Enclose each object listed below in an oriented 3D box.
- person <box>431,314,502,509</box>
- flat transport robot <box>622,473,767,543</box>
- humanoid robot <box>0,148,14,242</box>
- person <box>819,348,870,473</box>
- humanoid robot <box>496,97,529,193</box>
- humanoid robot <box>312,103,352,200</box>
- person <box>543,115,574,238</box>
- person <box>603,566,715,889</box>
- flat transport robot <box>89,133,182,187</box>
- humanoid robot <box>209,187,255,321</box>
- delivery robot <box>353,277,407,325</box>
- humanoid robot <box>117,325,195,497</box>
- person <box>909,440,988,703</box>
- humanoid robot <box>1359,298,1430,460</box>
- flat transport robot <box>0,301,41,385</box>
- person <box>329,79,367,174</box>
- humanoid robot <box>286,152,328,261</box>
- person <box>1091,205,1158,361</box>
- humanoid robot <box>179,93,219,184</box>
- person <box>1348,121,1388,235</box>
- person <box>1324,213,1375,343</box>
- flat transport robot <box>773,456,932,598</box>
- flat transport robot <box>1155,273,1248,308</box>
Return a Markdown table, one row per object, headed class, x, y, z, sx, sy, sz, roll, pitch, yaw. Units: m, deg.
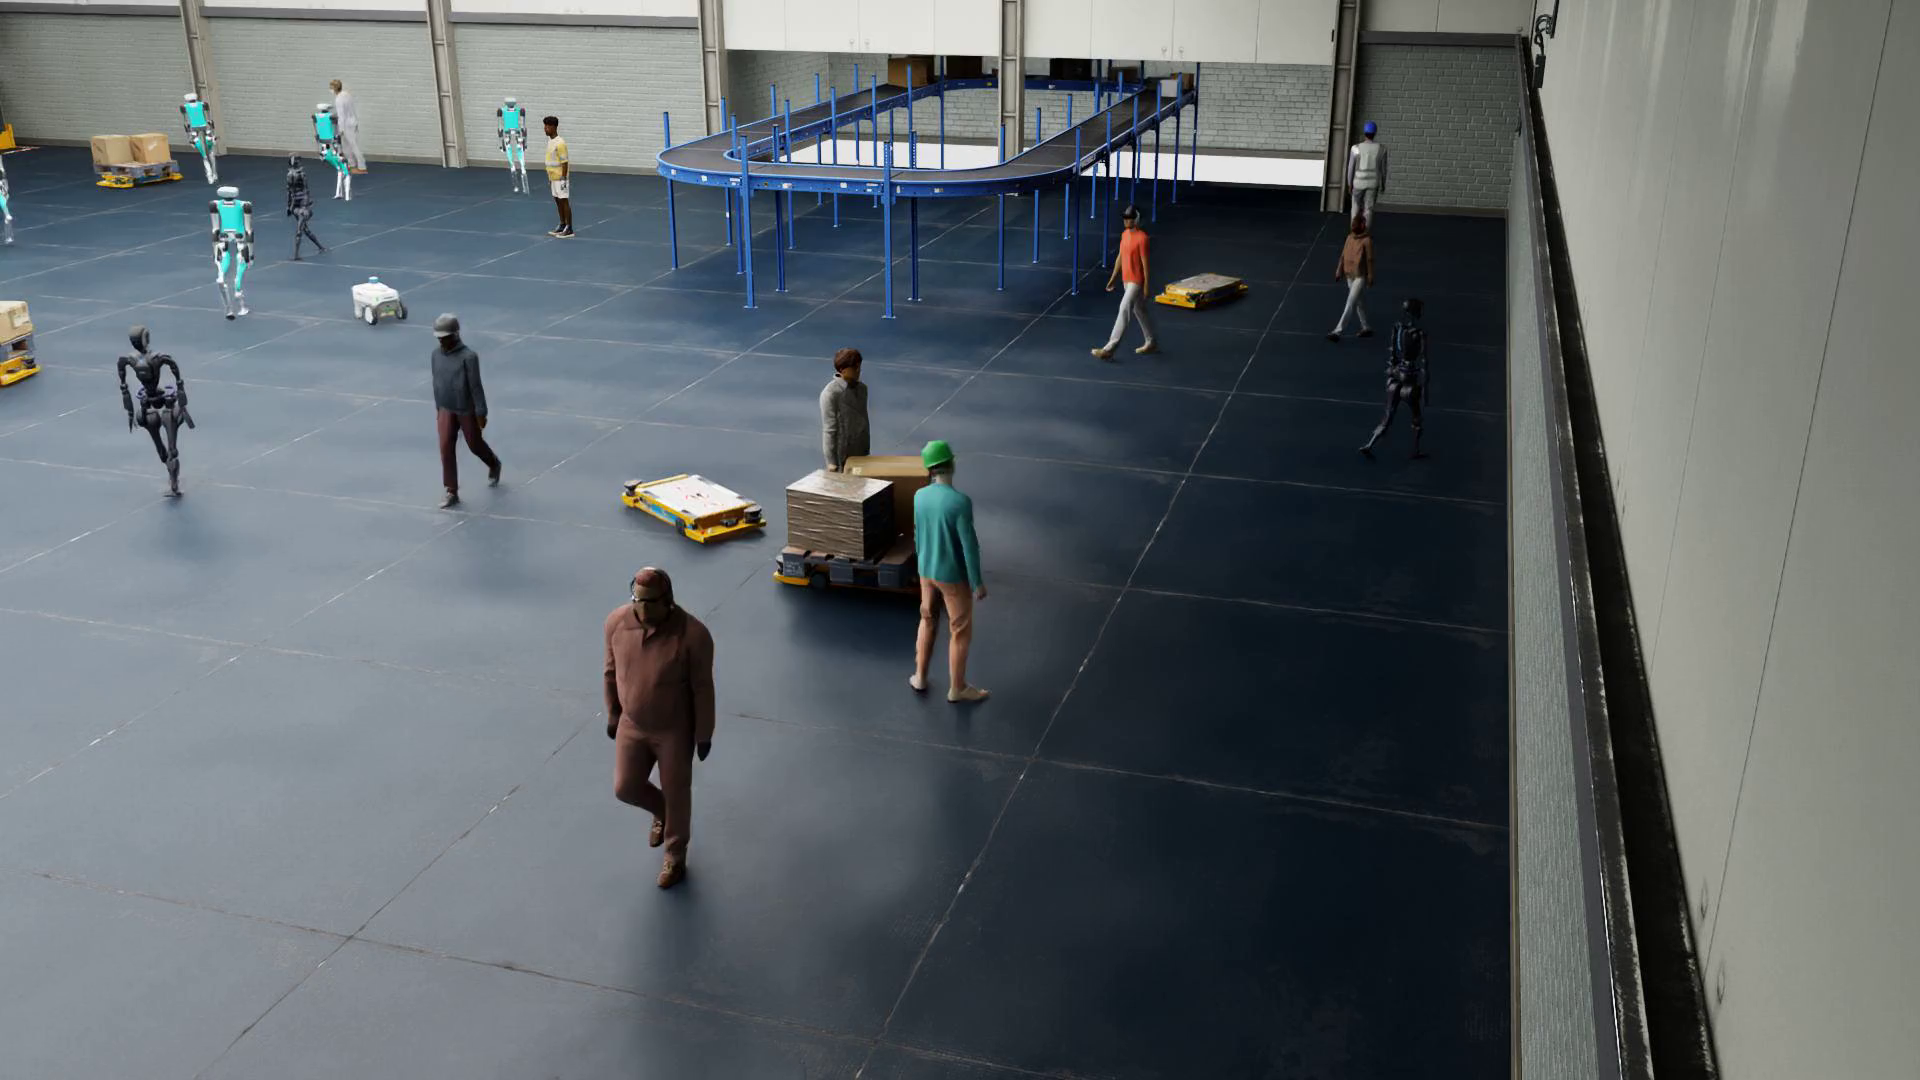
| class | x | y | z | sx | sy | sz | roll | pitch | yaw |
| --- | --- | --- | --- | --- | --- | --- | --- | --- | --- |
| person | -4.575 | -1.240 | 15.303 | 0.555 | 1.777 | 0.830 | 6 | 22 | 14 |
| flat transport robot | -2.411 | -0.309 | 14.979 | 0.659 | 0.231 | 1.431 | -17 | 27 | -37 |
| humanoid robot | -15.328 | -5.529 | 26.330 | 0.535 | 1.693 | 0.725 | -14 | 25 | -32 |
| person | -0.934 | -0.706 | 13.859 | 0.365 | 1.829 | 0.510 | 17 | 27 | 37 |
| humanoid robot | -8.364 | -7.325 | 31.294 | 0.546 | 1.912 | 0.705 | -9 | 23 | -21 |
| humanoid robot | -11.514 | -7.147 | 30.744 | 0.545 | 1.847 | 0.658 | 7 | 22 | 17 |
| person | -6.599 | -5.961 | 27.282 | 0.365 | 1.964 | 0.609 | -12 | 24 | -29 |
| person | -1.674 | 1.020 | 9.271 | 0.673 | 1.890 | 0.473 | 6 | 22 | 14 |
| flat transport robot | -16.103 | -7.110 | 32.620 | 0.659 | 0.231 | 1.431 | 10 | 23 | 24 |
| humanoid robot | -9.547 | -3.673 | 21.737 | 0.546 | 1.764 | 1.023 | -2 | 21 | -6 |
| delivery robot | -7.710 | -3.161 | 22.000 | 0.807 | 0.609 | 0.499 | 20 | 29 | 41 |
| humanoid robot | -7.431 | -1.224 | 15.450 | 0.590 | 1.631 | 0.758 | -3 | 21 | -8 |
| person | -0.110 | 0.241 | 11.394 | 0.614 | 1.843 | 0.389 | 17 | 27 | 37 |
| humanoid robot | 4.335 | -1.564 | 16.353 | 0.738 | 1.653 | 0.600 | -9 | 23 | -22 |
| flat transport robot | -11.547 | -1.977 | 19.305 | 1.431 | 0.231 | 0.659 | 2 | 21 | 5 |
| person | -12.345 | -8.302 | 33.452 | 0.622 | 1.898 | 0.644 | -5 | 22 | -13 |
| humanoid robot | -10.202 | -5.176 | 25.721 | 0.593 | 1.625 | 0.812 | 15 | 26 | 34 |
| person | 2.039 | -3.098 | 20.013 | 1.018 | 1.856 | 0.484 | -9 | 23 | -21 |
| humanoid robot | -14.883 | -7.911 | 32.701 | 0.583 | 1.773 | 0.907 | -5 | 22 | -14 |
| person | 6.562 | -5.760 | 26.813 | 0.611 | 1.933 | 0.481 | 6 | 22 | 15 |
| person | 4.914 | -3.280 | 20.820 | 0.886 | 1.598 | 0.481 | -12 | 24 | -28 |
| flat transport robot | -0.745 | 0.224 | 13.597 | 1.431 | 0.231 | 0.659 | 6 | 22 | 15 |
| flat transport robot | 3.383 | -3.482 | 23.208 | 0.659 | 0.231 | 1.431 | 16 | 26 | 36 |
